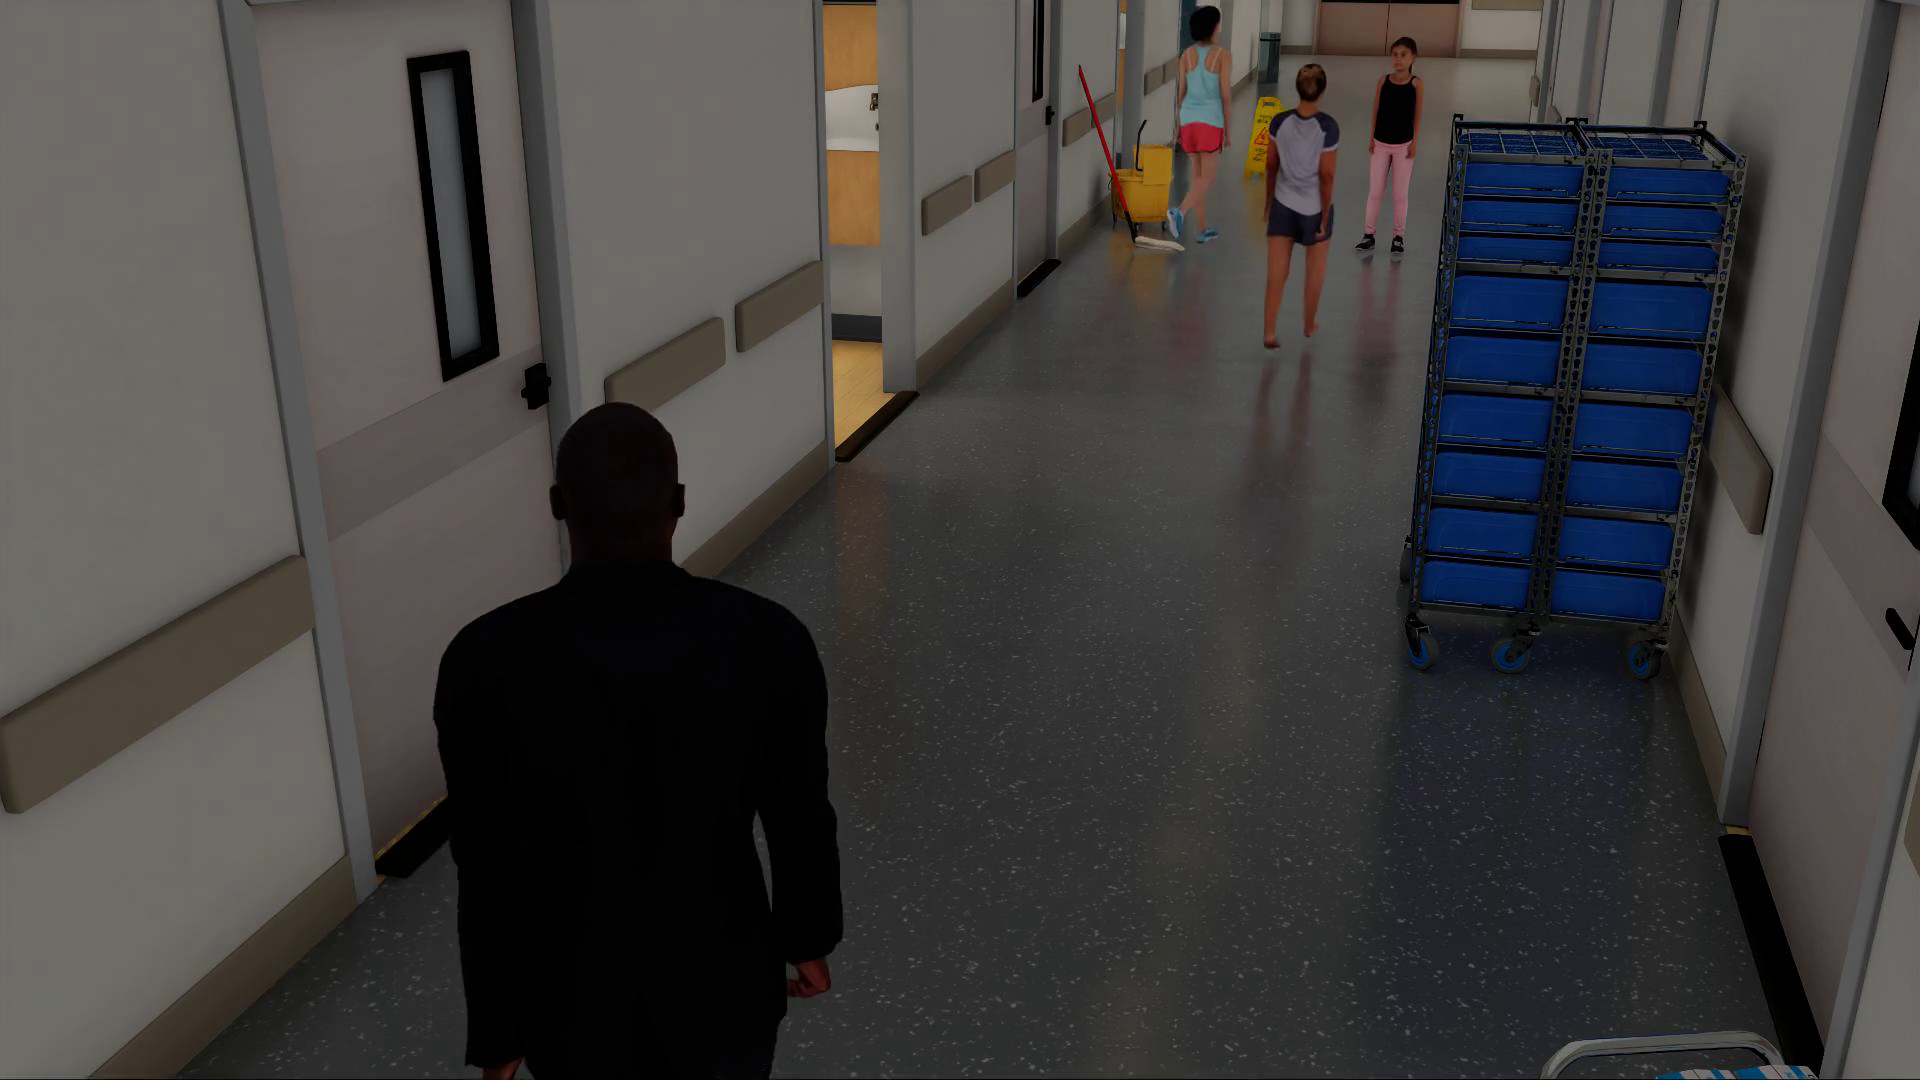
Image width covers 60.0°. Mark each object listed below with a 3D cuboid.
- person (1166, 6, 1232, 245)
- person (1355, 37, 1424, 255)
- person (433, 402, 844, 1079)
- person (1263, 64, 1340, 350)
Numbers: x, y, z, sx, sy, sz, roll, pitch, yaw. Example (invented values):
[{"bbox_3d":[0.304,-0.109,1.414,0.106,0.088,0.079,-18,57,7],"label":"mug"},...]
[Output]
[{"bbox_3d":[1.763,-3.045,12.390,0.826,1.745,1.108,14,25,33],"label":"person"},{"bbox_3d":[3.207,-2.918,12.309,0.559,1.566,0.558,9,23,23],"label":"person"},{"bbox_3d":[-0.444,0.717,2.383,0.917,1.799,1.013,-4,21,-10],"label":"person"},{"bbox_3d":[1.904,-1.838,9.431,0.681,1.584,1.064,9,22,22],"label":"person"}]
